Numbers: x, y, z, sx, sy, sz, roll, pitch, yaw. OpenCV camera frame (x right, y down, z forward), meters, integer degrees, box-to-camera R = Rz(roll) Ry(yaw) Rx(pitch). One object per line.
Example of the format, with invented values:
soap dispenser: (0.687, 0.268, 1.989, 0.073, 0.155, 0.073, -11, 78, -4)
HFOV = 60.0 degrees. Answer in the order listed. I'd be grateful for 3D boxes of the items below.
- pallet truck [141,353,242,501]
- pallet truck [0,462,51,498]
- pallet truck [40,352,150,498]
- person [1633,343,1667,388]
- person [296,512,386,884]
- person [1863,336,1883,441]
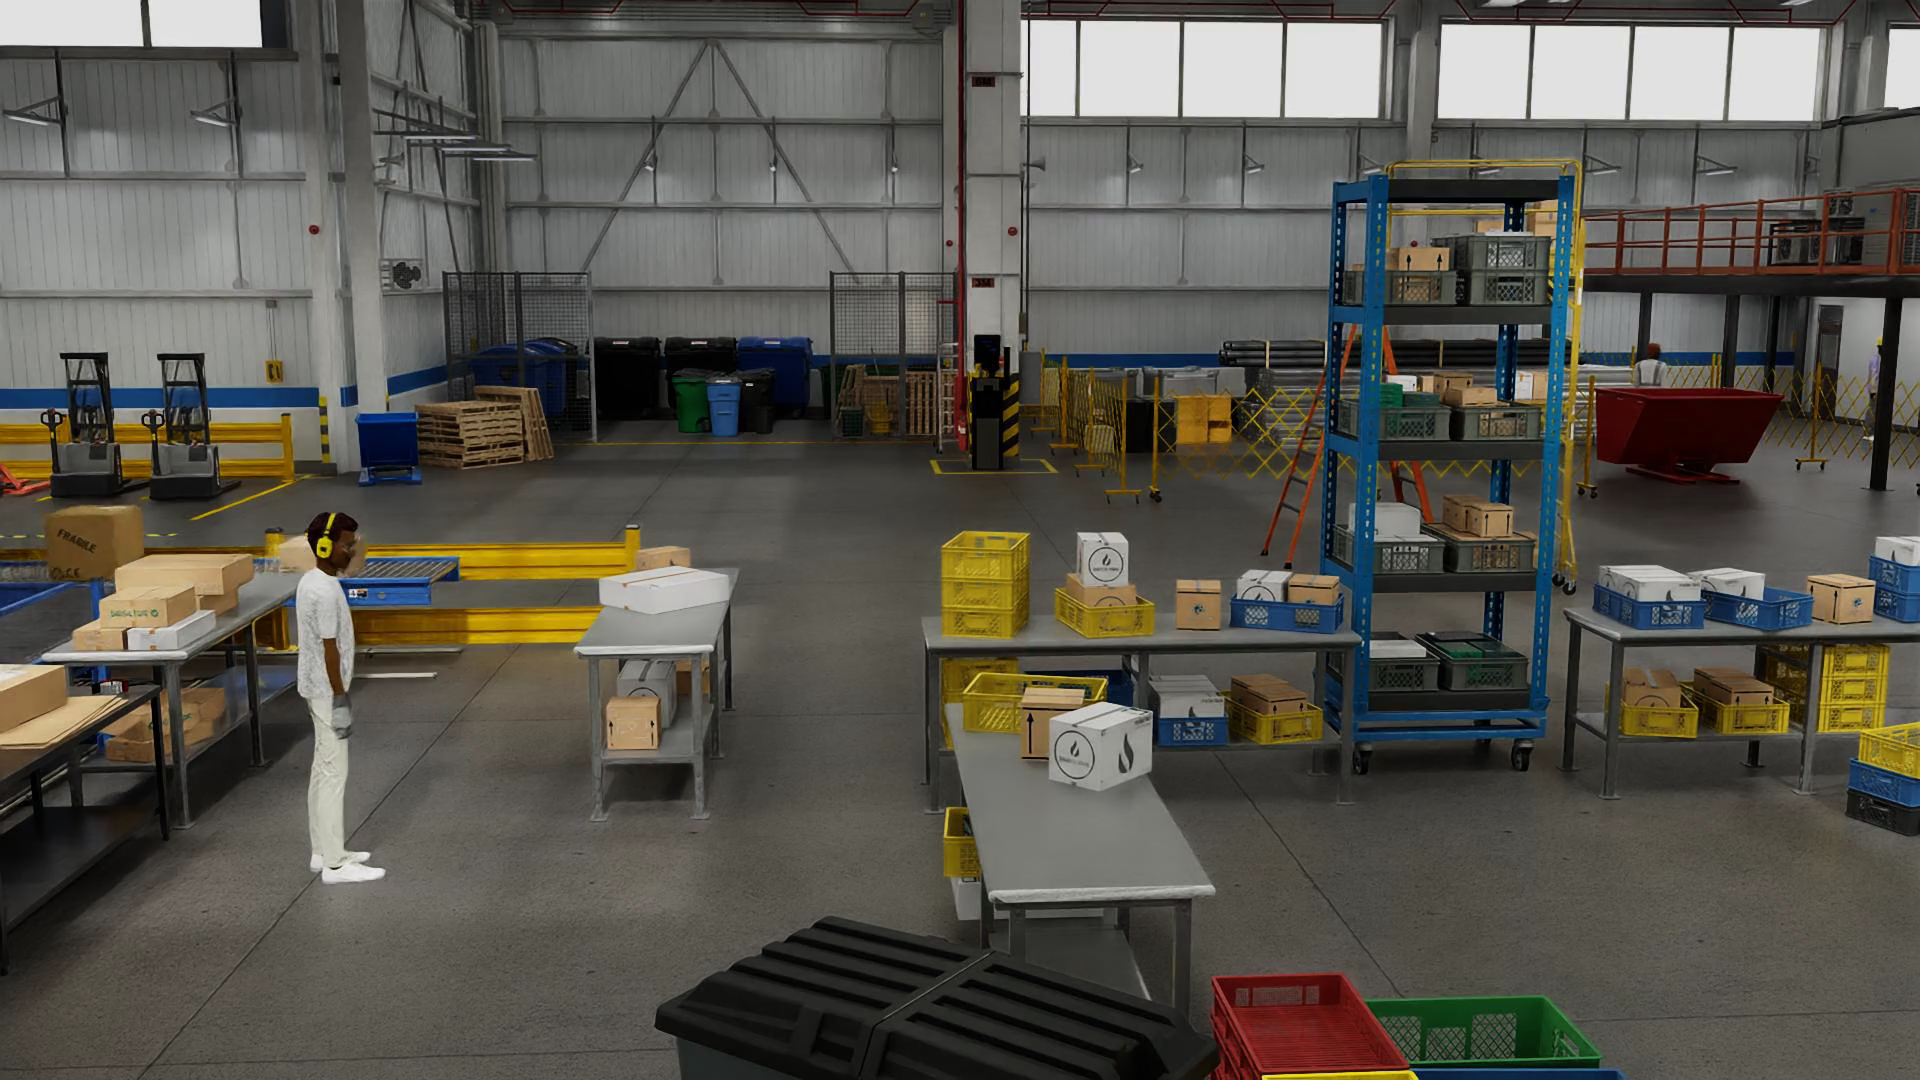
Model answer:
pallet truck: (-10.520, -1.604, 22.925, 0.823, 1.965, 1.885, -1, 9, -6)
pallet truck: (-13.193, -1.293, 23.148, 0.653, 1.274, 1.630, -1, 9, -4)
pallet truck: (-11.907, -1.642, 23.165, 0.823, 1.965, 1.885, 0, 9, 0)
person: (11.772, -2.414, 28.366, 0.362, 1.883, 0.575, -7, 11, -37)
person: (-3.145, 0.783, 8.357, 0.336, 1.865, 0.521, -5, 10, -29)
person: (16.867, -2.778, 30.517, 0.382, 1.924, 0.594, 9, 13, 44)
